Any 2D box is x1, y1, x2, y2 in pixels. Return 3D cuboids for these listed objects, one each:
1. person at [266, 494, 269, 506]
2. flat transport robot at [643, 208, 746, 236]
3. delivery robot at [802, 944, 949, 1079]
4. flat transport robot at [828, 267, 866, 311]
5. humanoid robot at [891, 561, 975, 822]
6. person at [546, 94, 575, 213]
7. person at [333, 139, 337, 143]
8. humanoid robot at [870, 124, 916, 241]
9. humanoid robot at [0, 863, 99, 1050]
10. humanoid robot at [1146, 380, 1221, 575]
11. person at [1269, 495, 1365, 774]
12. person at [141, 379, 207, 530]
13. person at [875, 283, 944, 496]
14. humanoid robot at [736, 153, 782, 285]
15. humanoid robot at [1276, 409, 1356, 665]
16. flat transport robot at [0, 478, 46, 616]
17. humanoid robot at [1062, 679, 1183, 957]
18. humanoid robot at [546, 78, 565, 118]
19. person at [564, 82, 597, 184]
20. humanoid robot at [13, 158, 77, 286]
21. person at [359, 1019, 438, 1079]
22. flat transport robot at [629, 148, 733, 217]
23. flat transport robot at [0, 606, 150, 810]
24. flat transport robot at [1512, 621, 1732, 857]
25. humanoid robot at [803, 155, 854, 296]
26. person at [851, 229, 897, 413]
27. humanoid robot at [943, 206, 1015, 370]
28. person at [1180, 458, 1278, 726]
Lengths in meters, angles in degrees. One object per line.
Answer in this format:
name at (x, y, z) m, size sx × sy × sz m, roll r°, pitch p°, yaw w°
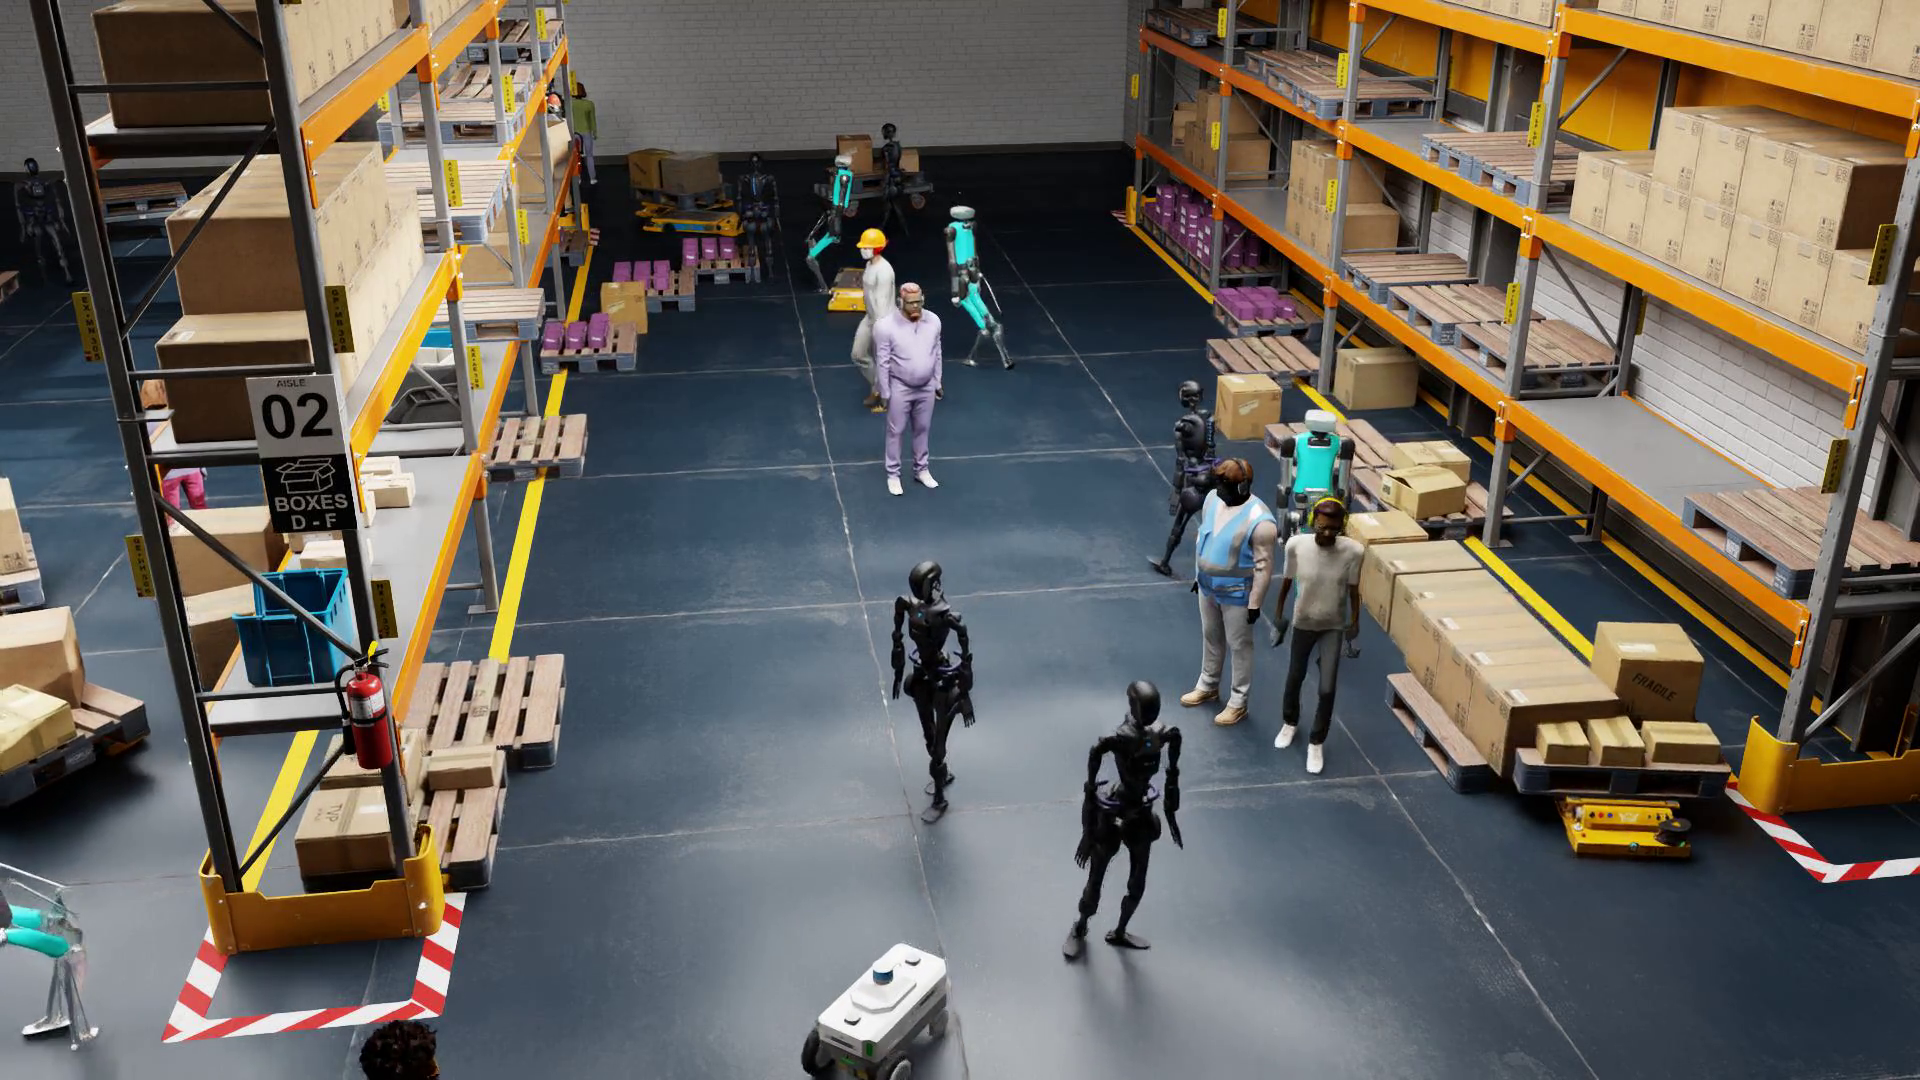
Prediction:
person at (-5.713, -0.928, 13.946) m, size 0.345 × 1.746 × 0.571 m, roll -1°, pitch 24°, yaw -3°
flat transport robot at (-3.818, -4.611, 24.184) m, size 1.431 × 0.231 × 0.659 m, roll 6°, pitch 24°, yaw 13°
delivery robot at (-0.380, 2.323, 8.054) m, size 0.499 × 0.614 × 0.812 m, roll 14°, pitch 27°, yaw 29°
flat transport robot at (-1.250, -3.151, 20.856) m, size 0.659 × 0.231 × 1.431 m, roll 1°, pitch 24°, yaw 2°
humanoid robot at (-0.168, 0.858, 9.985) m, size 0.616 × 1.632 × 0.549 m, roll 15°, pitch 28°, yaw 31°
person at (-6.091, -5.839, 25.133) m, size 0.561 × 1.751 × 0.340 m, roll 8°, pitch 25°, yaw 18°
person at (-10.081, -6.380, 26.280) m, size 0.642 × 1.820 × 0.659 m, roll 10°, pitch 26°, yaw 21°
humanoid robot at (-0.977, -5.026, 23.410) m, size 0.714 × 1.637 × 0.598 m, roll 6°, pitch 24°, yaw 13°
humanoid robot at (-4.574, 1.705, 8.003) m, size 0.557 × 1.803 × 0.806 m, roll 20°, pitch 31°, yaw 38°
humanoid robot at (1.845, -0.440, 12.969) m, size 0.768 × 1.626 × 0.608 m, roll 17°, pitch 29°, yaw 34°
person at (2.234, 0.577, 10.422) m, size 0.574 × 1.833 × 0.716 m, roll 8°, pitch 25°, yaw 17°
person at (-6.191, -0.502, 13.133) m, size 0.498 × 1.628 × 0.285 m, roll -21°, pitch 31°, yaw -39°
person at (-0.421, -1.341, 14.698) m, size 0.643 × 1.907 × 0.403 m, roll -12°, pitch 27°, yaw -26°
humanoid robot at (-2.586, -4.116, 21.285) m, size 0.599 × 1.657 × 0.315 m, roll 3°, pitch 24°, yaw 8°
humanoid robot at (2.527, 0.039, 11.785) m, size 0.544 × 1.764 × 0.983 m, roll 2°, pitch 24°, yaw 4°
flat transport robot at (-7.548, 0.525, 12.482) m, size 0.659 × 0.231 × 1.431 m, roll -14°, pitch 27°, yaw -28°
humanoid robot at (0.849, 1.446, 8.637) m, size 0.630 × 1.651 × 0.380 m, roll -9°, pitch 25°, yaw -20°
humanoid robot at (-6.684, -6.781, 27.412) m, size 0.602 × 1.647 × 0.608 m, roll 13°, pitch 27°, yaw 27°
person at (-6.148, -6.603, 27.033) m, size 0.492 × 1.624 × 0.280 m, roll -4°, pitch 24°, yaw -8°
humanoid robot at (-11.645, -4.018, 21.110) m, size 0.584 × 1.629 × 0.751 m, roll -22°, pitch 32°, yaw -40°
person at (-1.837, 2.506, 5.908) m, size 0.973 × 1.916 × 0.612 m, roll -17°, pitch 29°, yaw -33°
flat transport robot at (-4.182, -5.091, 25.277) m, size 0.659 × 0.231 × 1.431 m, roll 17°, pitch 29°, yaw 34°
flat transport robot at (-5.948, 1.407, 10.472) m, size 0.659 × 0.231 × 1.431 m, roll 12°, pitch 26°, yaw 26°
flat transport robot at (3.971, 1.481, 10.303) m, size 0.659 × 0.231 × 1.431 m, roll 2°, pitch 24°, yaw 4°
humanoid robot at (-1.694, -3.885, 20.727) m, size 0.773 × 1.794 × 0.548 m, roll -3°, pitch 24°, yaw -8°
person at (-0.838, -2.180, 16.652) m, size 0.465 × 1.880 × 0.581 m, roll -11°, pitch 26°, yaw -24°
humanoid robot at (0.268, -2.646, 17.980) m, size 0.892 × 1.847 × 0.553 m, roll 14°, pitch 27°, yaw 29°
person at (1.759, 0.329, 10.973) m, size 0.429 × 1.842 × 0.632 m, roll -15°, pitch 28°, yaw -31°
